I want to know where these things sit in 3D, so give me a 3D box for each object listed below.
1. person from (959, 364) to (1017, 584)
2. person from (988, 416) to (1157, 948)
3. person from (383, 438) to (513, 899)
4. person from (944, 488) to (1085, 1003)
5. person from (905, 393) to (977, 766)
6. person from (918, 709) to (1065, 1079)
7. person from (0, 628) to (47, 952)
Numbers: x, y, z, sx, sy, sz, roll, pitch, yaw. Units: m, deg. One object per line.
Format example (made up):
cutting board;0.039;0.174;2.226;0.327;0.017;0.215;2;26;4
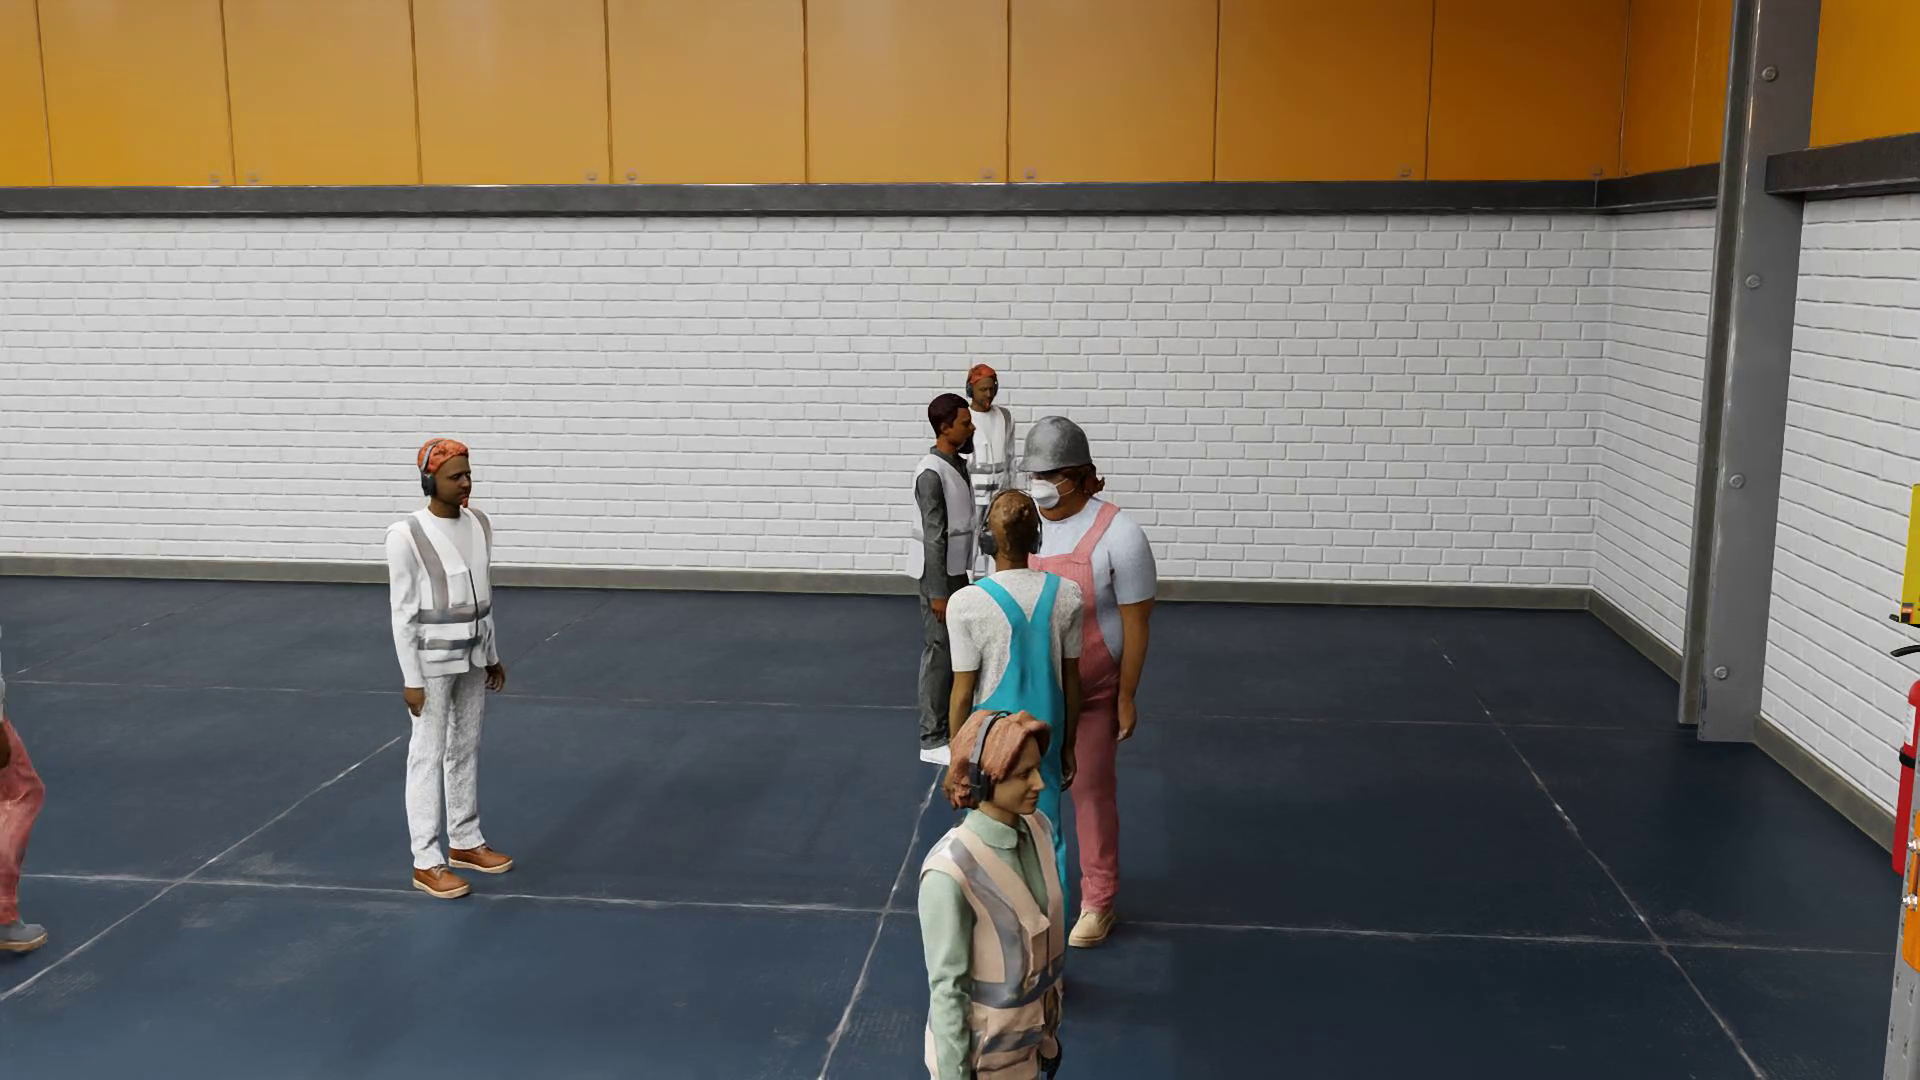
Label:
person;0.146;-0.270;11.434;0.583;1.879;0.365;-6;12;-32
person;0.360;0.537;6.339;0.687;2.000;0.535;6;12;31
person;-2.114;0.516;6.912;0.361;1.883;0.575;4;11;24
person;0.179;0.735;5.765;0.506;1.846;0.346;-4;11;-23
person;-0.076;0.197;8.628;0.392;1.922;0.591;2;10;11
person;0.076;1.182;3.794;0.308;1.640;0.511;5;11;26
person;-3.677;0.606;6.115;0.651;1.975;0.548;3;10;17
